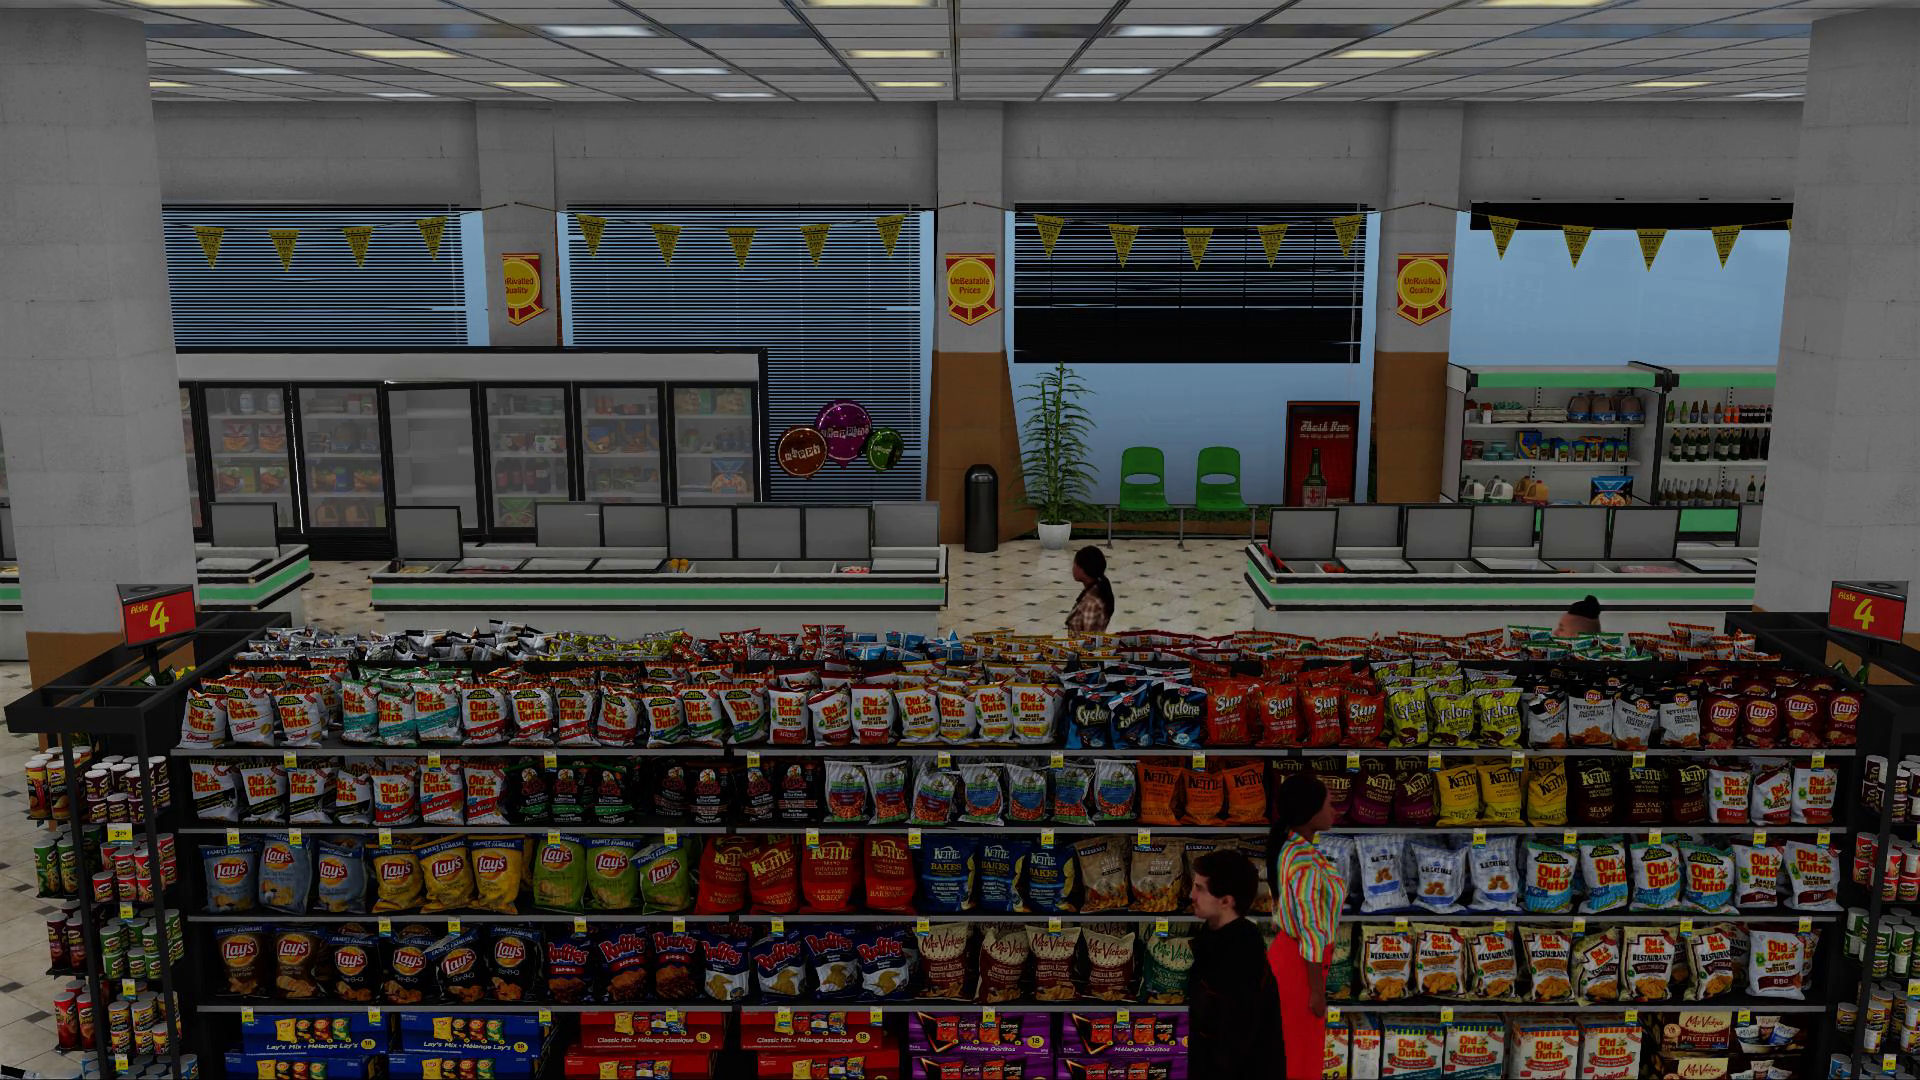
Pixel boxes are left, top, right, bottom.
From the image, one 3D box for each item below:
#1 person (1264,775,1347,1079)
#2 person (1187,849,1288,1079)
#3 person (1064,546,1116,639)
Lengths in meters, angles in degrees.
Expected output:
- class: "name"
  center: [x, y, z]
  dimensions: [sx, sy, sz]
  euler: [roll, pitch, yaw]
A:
- class: "person"
  center: [1.350, 1.798, 6.693]
  dimensions: [0.563, 1.792, 0.625]
  euler: [-1, 12, -7]
- class: "person"
  center: [1.058, 1.968, 5.823]
  dimensions: [0.699, 1.818, 0.756]
  euler: [-1, 12, -5]
- class: "person"
  center: [0.938, 0.926, 10.903]
  dimensions: [1.127, 1.764, 0.824]
  euler: [4, 13, 19]
